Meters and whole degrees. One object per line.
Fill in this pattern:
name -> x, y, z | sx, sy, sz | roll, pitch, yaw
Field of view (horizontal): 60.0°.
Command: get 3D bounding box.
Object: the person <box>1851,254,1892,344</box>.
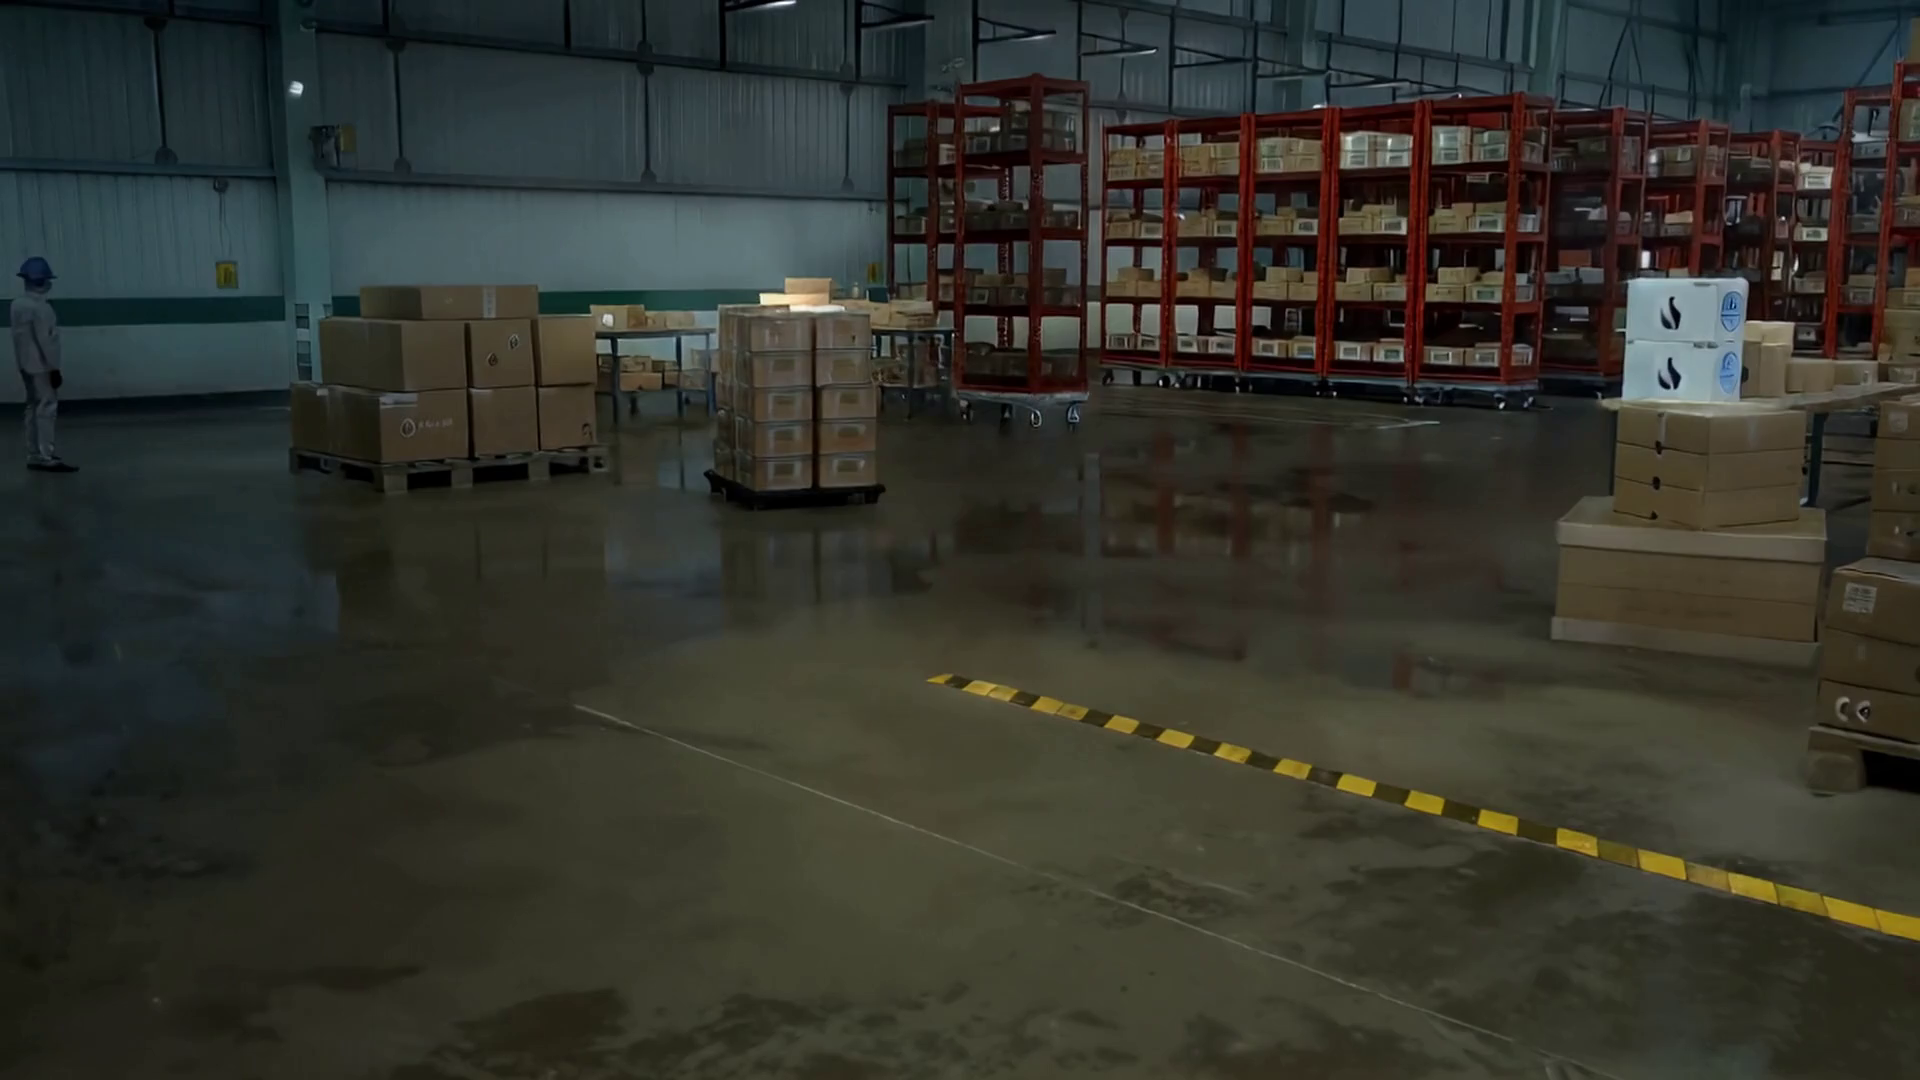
person -> 14.514, -3.622, 26.497 | 0.374, 1.843, 0.568 | -6, 11, -32

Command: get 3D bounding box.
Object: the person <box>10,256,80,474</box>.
person -> -7.439, -1.414, 13.494 | 0.573, 1.749, 0.339 | 7, 12, 38
